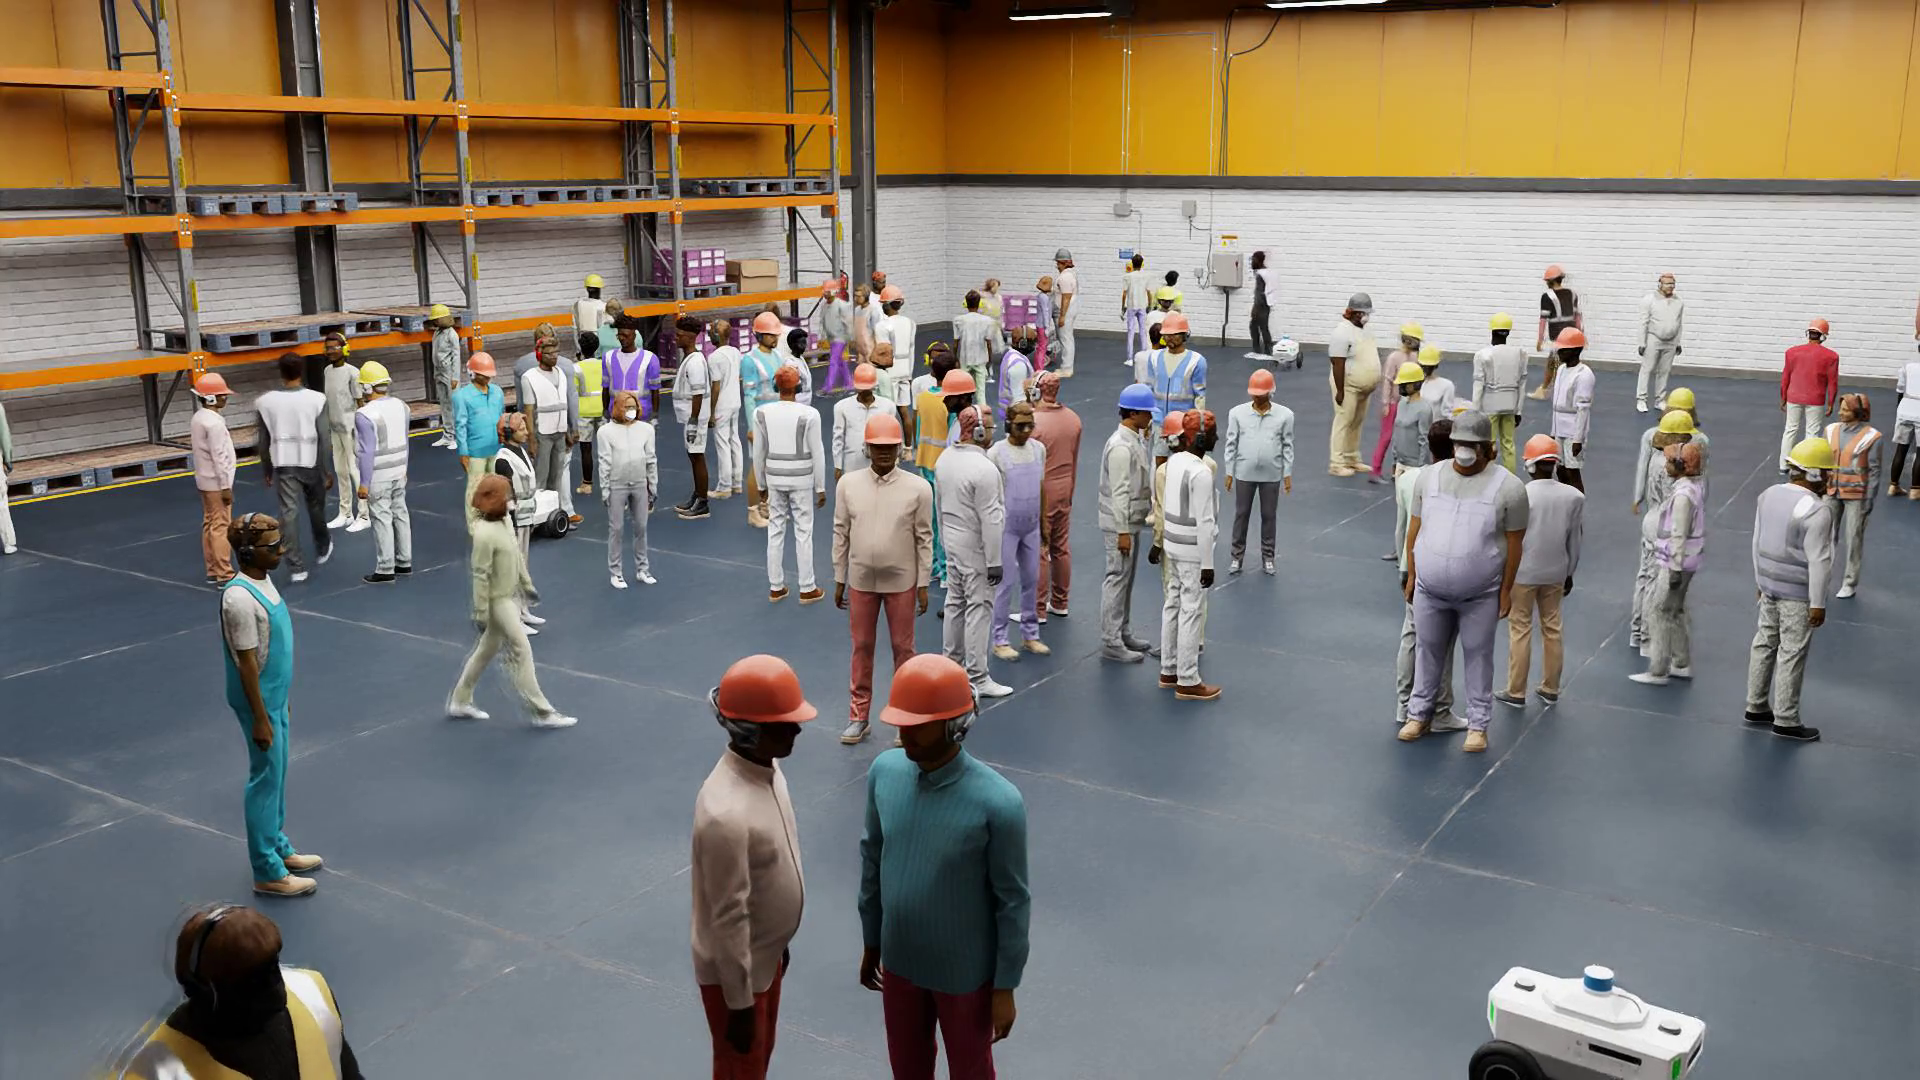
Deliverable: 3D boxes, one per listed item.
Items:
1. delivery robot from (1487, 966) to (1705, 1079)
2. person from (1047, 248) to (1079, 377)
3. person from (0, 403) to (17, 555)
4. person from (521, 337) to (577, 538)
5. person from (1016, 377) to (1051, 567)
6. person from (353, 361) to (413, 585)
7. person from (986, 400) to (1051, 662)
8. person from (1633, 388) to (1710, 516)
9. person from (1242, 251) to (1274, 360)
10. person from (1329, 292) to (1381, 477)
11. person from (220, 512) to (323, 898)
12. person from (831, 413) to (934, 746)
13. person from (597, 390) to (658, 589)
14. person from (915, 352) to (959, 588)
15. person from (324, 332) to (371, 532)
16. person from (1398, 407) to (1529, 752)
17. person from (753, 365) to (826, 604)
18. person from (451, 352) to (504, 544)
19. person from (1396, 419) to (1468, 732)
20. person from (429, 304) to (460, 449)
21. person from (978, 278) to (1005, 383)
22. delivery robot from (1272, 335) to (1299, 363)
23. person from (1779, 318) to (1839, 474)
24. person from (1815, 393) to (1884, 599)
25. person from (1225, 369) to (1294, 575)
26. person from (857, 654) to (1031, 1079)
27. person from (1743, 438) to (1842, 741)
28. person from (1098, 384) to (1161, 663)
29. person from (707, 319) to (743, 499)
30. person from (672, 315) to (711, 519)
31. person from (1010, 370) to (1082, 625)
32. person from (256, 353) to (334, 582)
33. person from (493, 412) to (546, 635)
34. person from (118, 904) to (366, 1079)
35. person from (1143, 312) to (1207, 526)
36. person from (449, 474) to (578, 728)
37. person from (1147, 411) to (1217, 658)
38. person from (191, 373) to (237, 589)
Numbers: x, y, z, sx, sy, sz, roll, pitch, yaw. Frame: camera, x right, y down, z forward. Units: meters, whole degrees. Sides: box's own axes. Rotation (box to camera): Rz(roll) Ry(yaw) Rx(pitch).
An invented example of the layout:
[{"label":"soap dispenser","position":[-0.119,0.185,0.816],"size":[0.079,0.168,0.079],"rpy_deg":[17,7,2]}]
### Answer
[{"label":"delivery robot","position":[2.313,1.796,6.067],"size":[0.707,0.478,0.477],"rpy_deg":[10,16,36]},{"label":"person","position":[1.617,-3.623,26.521],"size":[0.536,2.000,0.688],"rpy_deg":[3,13,12]},{"label":"person","position":[-8.555,-0.652,14.509],"size":[0.524,1.640,0.308],"rpy_deg":[-10,16,-36]},{"label":"person","position":[-3.825,-0.961,15.400],"size":[0.374,1.843,0.569],"rpy_deg":[6,14,25]},{"label":"person","position":[0.659,-0.573,14.165],"size":[0.308,1.643,0.511],"rpy_deg":[9,16,34]},{"label":"person","position":[-4.746,-0.549,13.644],"size":[0.404,1.832,0.597],"rpy_deg":[4,14,16]},{"label":"person","position":[0.395,-0.070,11.568],"size":[0.522,1.833,0.339],"rpy_deg":[-8,15,-32]},{"label":"person","position":[5.585,-0.344,13.017],"size":[0.507,1.696,0.893],"rpy_deg":[9,16,34]},{"label":"person","position":[5.149,-4.025,28.616],"size":[0.618,1.879,0.634],"rpy_deg":[2,13,6]},{"label":"person","position":[4.345,-1.720,18.269],"size":[0.536,2.000,0.687],"rpy_deg":[11,17,40]},{"label":"person","position":[-3.279,0.773,7.879],"size":[0.333,1.844,0.514],"rpy_deg":[-3,13,-13]},{"label":"person","position":[-0.463,0.237,9.874],"size":[0.611,1.998,0.375],"rpy_deg":[2,13,8]},{"label":"person","position":[-2.694,-0.416,13.526],"size":[0.492,1.625,0.279],"rpy_deg":[-8,15,-30]},{"label":"person","position":[-0.147,-0.570,13.544],"size":[0.391,1.920,0.587],"rpy_deg":[-9,16,-34]},{"label":"person","position":[-5.782,-1.012,15.569],"size":[0.532,1.871,0.321],"rpy_deg":[8,15,31]},{"label":"person","position":[2.936,0.233,9.794],"size":[0.683,2.000,0.537],"rpy_deg":[8,15,30]},{"label":"person","position":[-1.325,-0.433,13.023],"size":[0.584,1.884,0.347],"rpy_deg":[4,13,15]},{"label":"person","position":[-4.299,-0.831,15.056],"size":[0.339,1.741,0.573],"rpy_deg":[8,15,31]},{"label":"person","position":[2.894,0.216,10.134],"size":[0.392,1.921,0.592],"rpy_deg":[-9,16,-34]},{"label":"person","position":[-6.188,-1.969,20.004],"size":[0.486,1.742,0.302],"rpy_deg":[11,17,40]},{"label":"person","position":[0.468,-3.262,25.856],"size":[0.528,1.624,0.395],"rpy_deg":[-11,17,-40]},{"label":"delivery robot","position":[5.368,-3.129,27.430],"size":[0.477,0.478,0.707],"rpy_deg":[5,14,19]},{"label":"person","position":[9.299,-1.557,18.225],"size":[0.573,1.738,0.351],"rpy_deg":[11,17,39]},{"label":"person","position":[7.047,-0.355,13.234],"size":[0.314,1.636,0.515],"rpy_deg":[-7,15,-27]},{"label":"person","position":[2.496,-0.563,13.896],"size":[0.569,1.741,0.347],"rpy_deg":[2,13,9]},{"label":"person","position":[-0.076,1.312,5.214],"size":[0.623,1.993,0.384],"rpy_deg":[9,16,35]},{"label":"person","position":[5.024,0.289,10.016],"size":[0.404,1.827,0.600],"rpy_deg":[-2,13,-9]},{"label":"person","position":[1.164,-0.120,11.561],"size":[0.416,1.939,0.610],"rpy_deg":[3,13,14]},{"label":"person","position":[-2.425,-1.337,17.035],"size":[0.345,1.846,0.506],"rpy_deg":[6,14,23]},{"label":"person","position":[-2.605,-1.193,16.143],"size":[0.367,1.966,0.607],"rpy_deg":[-3,13,-13]},{"label":"person","position":[0.619,-0.320,12.489],"size":[0.408,1.908,0.643],"rpy_deg":[11,17,40]},{"label":"person","position":[-5.542,-0.629,13.924],"size":[0.608,1.862,1.055],"rpy_deg":[-2,13,-10]},{"label":"person","position":[-3.263,-0.126,12.233],"size":[0.308,1.641,0.511],"rpy_deg":[0,13,-2]},{"label":"person","position":[-1.737,1.687,4.005],"size":[0.875,1.814,0.614],"rpy_deg":[5,14,19]},{"label":"person","position":[2.001,-1.117,15.648],"size":[0.608,2.044,0.373],"rpy_deg":[7,15,29]},{"label":"person","position":[-2.805,0.370,10.184],"size":[0.822,1.592,0.508],"rpy_deg":[-1,13,-3]},{"label":"person","position":[1.522,-0.030,11.584],"size":[0.562,1.743,0.337],"rpy_deg":[-11,17,-39]},{"label":"person","position":[-6.034,-0.486,13.542],"size":[0.337,1.752,0.564],"rpy_deg":[-10,16,-36]}]
